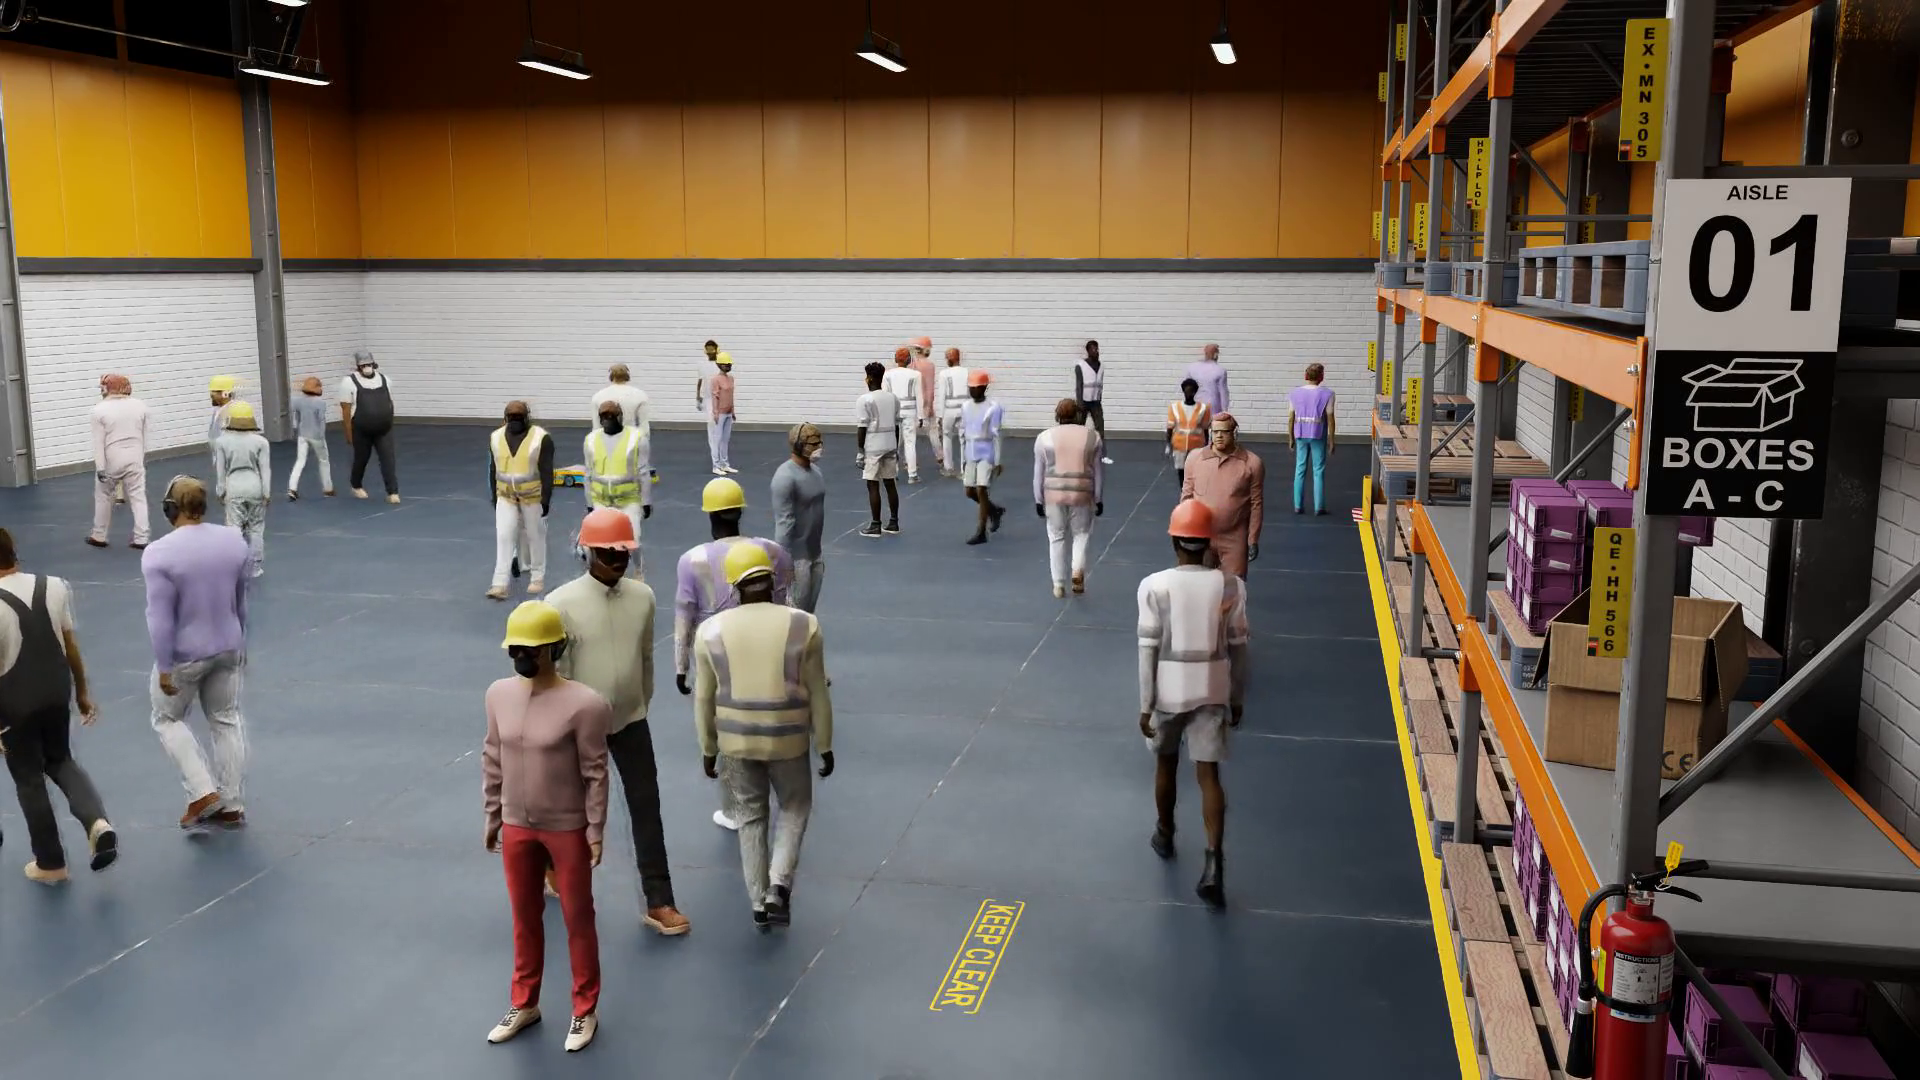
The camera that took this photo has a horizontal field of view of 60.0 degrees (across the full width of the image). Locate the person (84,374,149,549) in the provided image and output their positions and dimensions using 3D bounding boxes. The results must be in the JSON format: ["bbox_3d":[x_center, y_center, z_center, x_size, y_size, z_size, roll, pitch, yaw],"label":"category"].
[{"bbox_3d":[-9.035,-0.834,17.762,0.894,1.875,0.647,7,11,35],"label":"person"}]

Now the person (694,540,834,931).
[{"bbox_3d":[-0.878,0.894,7.528,0.631,1.801,0.422,0,9,1],"label":"person"}]

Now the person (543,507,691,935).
[{"bbox_3d":[-1.675,0.798,7.706,0.612,1.948,1.034,-8,12,-39],"label":"person"}]

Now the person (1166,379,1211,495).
[{"bbox_3d":[2.784,-1.151,20.282,0.537,1.665,0.836,2,10,15],"label":"person"}]

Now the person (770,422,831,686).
[{"bbox_3d":[-1.124,0.129,11.750,0.353,1.936,0.635,3,10,17],"label":"person"}]

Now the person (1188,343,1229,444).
[{"bbox_3d":[3.653,-1.937,24.336,0.670,1.890,0.436,8,12,41],"label":"person"}]

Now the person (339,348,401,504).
[{"bbox_3d":[-7.566,-1.502,21.265,0.684,2.000,0.973,-7,12,-38],"label":"person"}]

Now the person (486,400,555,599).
[{"bbox_3d":[-4.000,-0.357,15.065,0.644,1.799,0.898,1,9,5],"label":"person"}]

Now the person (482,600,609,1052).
[{"bbox_3d":[-1.606,1.098,6.422,0.523,1.769,0.322,3,10,16],"label":"person"}]

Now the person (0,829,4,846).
[{"bbox_3d":[-5.166,0.727,8.303,0.537,1.879,0.838,-1,10,-9],"label":"person"}]

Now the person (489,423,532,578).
[{"bbox_3d":[-4.304,-0.440,16.150,0.523,1.612,0.711,-2,10,-12],"label":"person"}]

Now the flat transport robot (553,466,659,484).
[{"bbox_3d":[-4.931,-0.884,22.857,1.431,0.197,0.652,3,10,17],"label":"flat transport robot"}]

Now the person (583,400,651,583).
[{"bbox_3d":[-3.090,-0.360,15.017,0.630,1.825,0.486,1,9,5],"label":"person"}]

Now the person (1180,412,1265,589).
[{"bbox_3d":[2.000,-0.029,12.794,0.642,1.909,0.409,3,10,16],"label":"person"}]

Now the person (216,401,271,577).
[{"bbox_3d":[-6.862,-0.466,15.949,0.495,1.725,0.623,-3,10,-15],"label":"person"}]

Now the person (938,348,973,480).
[{"bbox_3d":[-0.076,-1.795,23.587,0.647,1.845,0.832,-4,10,-24],"label":"person"}]

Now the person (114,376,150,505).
[{"bbox_3d":[-10.545,-1.256,21.004,0.500,1.633,0.280,0,9,-3],"label":"person"}]

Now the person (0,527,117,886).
[{"bbox_3d":[-4.413,0.813,7.987,0.549,1.811,0.588,6,11,30],"label":"person"}]

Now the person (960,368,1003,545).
[{"bbox_3d":[0.271,-0.924,18.180,0.550,1.921,0.671,7,12,38],"label":"person"}]

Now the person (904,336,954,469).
[{"bbox_3d":[-0.497,-2.044,24.763,0.637,1.952,0.956,9,13,42],"label":"person"}]

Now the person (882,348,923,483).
[{"bbox_3d":[-0.793,-1.723,23.065,0.583,1.882,0.337,2,10,12],"label":"person"}]

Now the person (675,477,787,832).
[{"bbox_3d":[-1.234,0.612,8.925,0.610,1.907,0.447,-5,10,-26],"label":"person"}]

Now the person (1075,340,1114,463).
[{"bbox_3d":[1.956,-2.134,25.583,0.600,1.882,0.988,-7,12,-37],"label":"person"}]

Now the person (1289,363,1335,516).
[{"bbox_3d":[4.248,-1.215,20.121,0.571,1.843,0.372,5,11,30],"label":"person"}]

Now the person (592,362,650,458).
[{"bbox_3d":[-3.870,-1.076,19.036,0.652,1.921,0.451,-1,9,-5],"label":"person"}]

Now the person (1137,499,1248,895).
[{"bbox_3d":[1.148,0.754,8.147,0.558,1.897,0.977,-1,9,-3],"label":"person"}]

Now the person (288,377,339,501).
[{"bbox_3d":[-8.401,-1.301,21.449,0.508,1.601,0.843,2,10,13],"label":"person"}]

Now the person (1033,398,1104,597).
[{"bbox_3d":[0.985,-0.382,15.158,0.650,1.825,0.436,0,9,1],"label":"person"}]

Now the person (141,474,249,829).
[{"bbox_3d":[-4.075,0.609,8.896,0.434,1.926,0.625,6,11,31],"label":"person"}]

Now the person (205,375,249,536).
[{"bbox_3d":[-8.089,-0.915,18.381,0.427,1.818,0.625,-8,13,-42],"label":"person"}]

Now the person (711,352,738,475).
[{"bbox_3d":[-3.405,-1.830,24.062,0.328,1.769,0.526,4,10,25],"label":"person"}]

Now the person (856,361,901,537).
[{"bbox_3d":[-0.917,-1.018,18.643,0.398,1.952,0.619,8,13,41],"label":"person"}]

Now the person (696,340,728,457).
[{"bbox_3d":[-3.866,-2.205,26.074,0.553,1.848,0.598,0,9,-3],"label":"person"}]
